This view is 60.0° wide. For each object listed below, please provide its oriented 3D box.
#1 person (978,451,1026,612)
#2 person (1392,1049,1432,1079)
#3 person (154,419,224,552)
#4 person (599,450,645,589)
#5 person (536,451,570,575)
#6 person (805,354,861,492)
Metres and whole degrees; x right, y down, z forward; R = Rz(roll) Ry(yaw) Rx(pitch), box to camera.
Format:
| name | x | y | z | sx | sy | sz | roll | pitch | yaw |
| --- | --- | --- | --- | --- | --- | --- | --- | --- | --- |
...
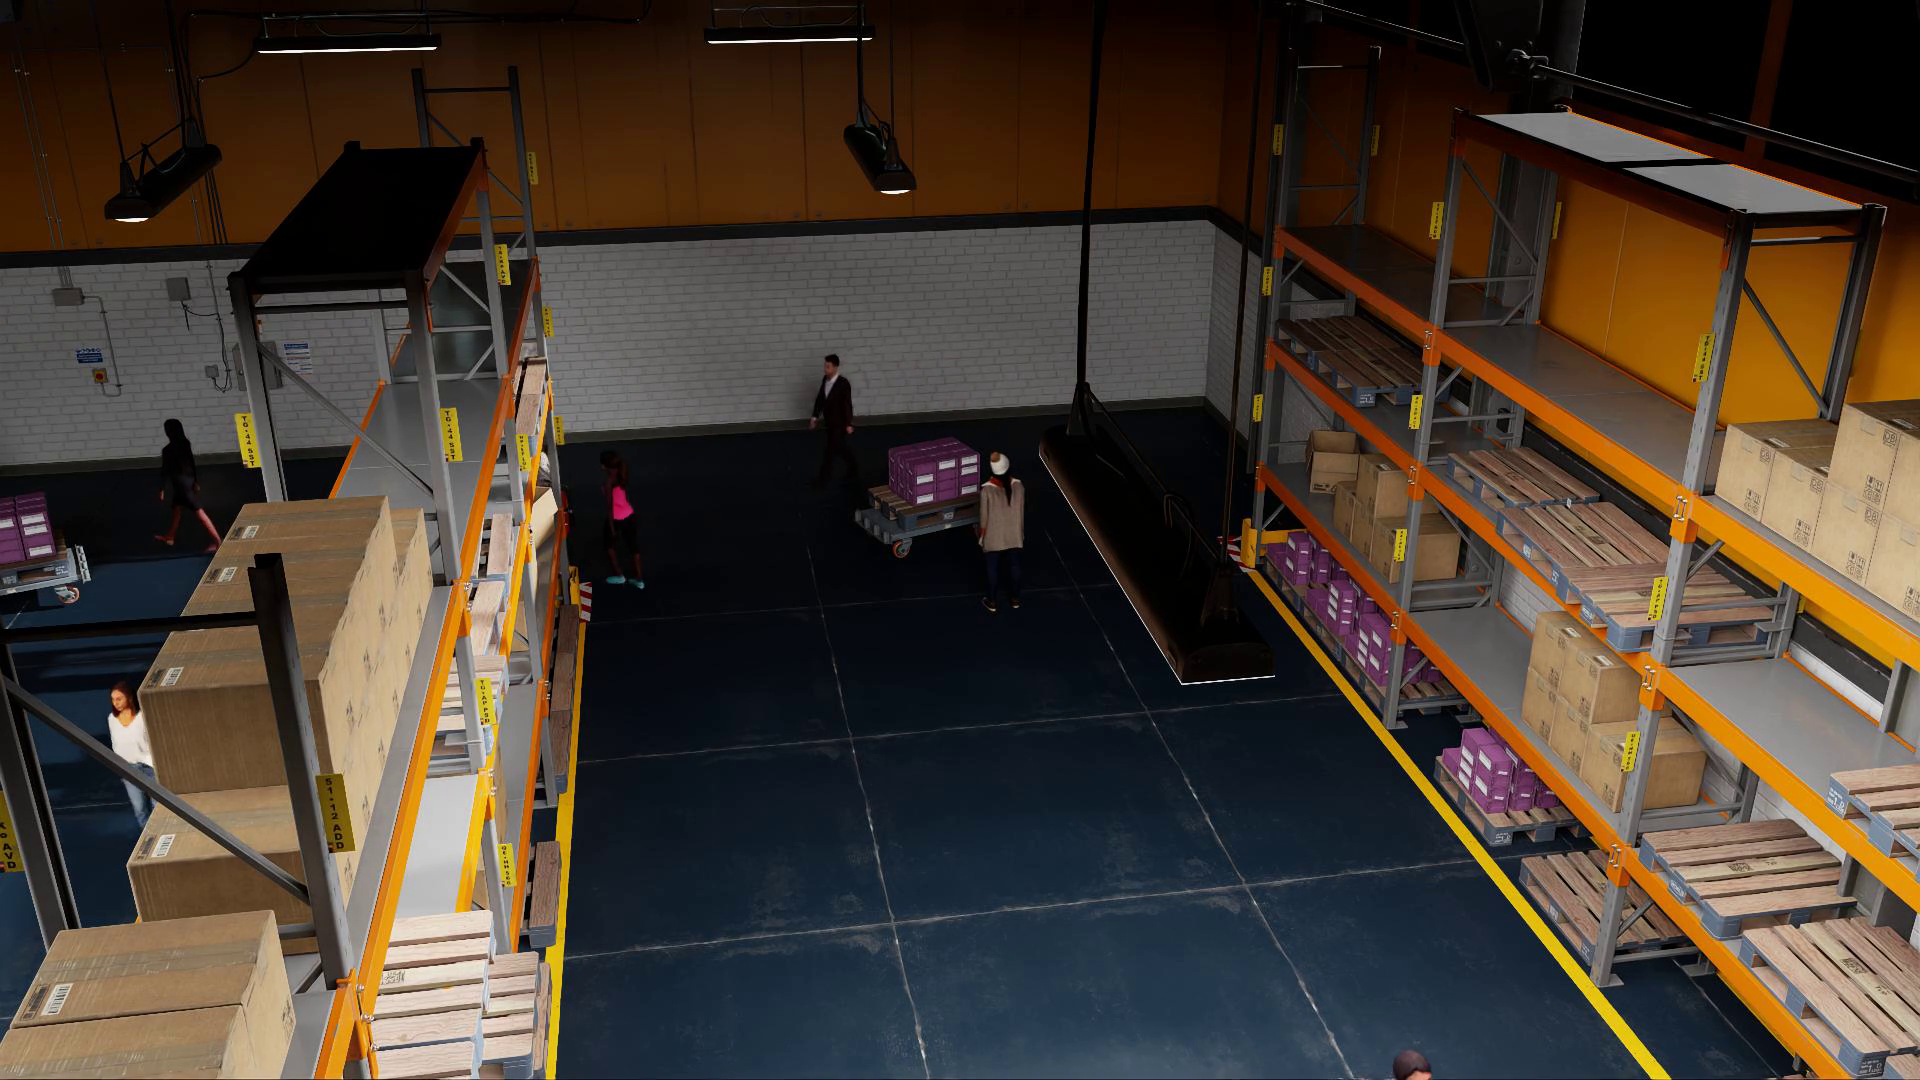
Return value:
| name | x | y | z | sx | sy | sz | roll | pitch | yaw |
| --- | --- | --- | --- | --- | --- | --- | --- | --- | --- |
| person | 0.467 | -0.114 | 18.587 | 0.682 | 1.893 | 0.661 | -5 | 24 | -12 |
| person | 2.564 | 3.747 | 10.035 | 0.826 | 1.669 | 0.891 | -18 | 29 | -35 |
| person | -9.254 | -0.609 | 20.000 | 0.910 | 1.669 | 1.179 | 2 | 24 | 5 |
| person | -3.830 | -0.210 | 19.042 | 0.846 | 1.705 | 0.785 | 17 | 29 | 33 |
| person | -4.740 | -0.400 | 19.271 | 0.748 | 1.869 | 0.597 | -2 | 24 | -6 |
| person | -1.587 | -1.571 | 22.022 | 1.153 | 1.811 | 1.259 | -18 | 30 | -36 |
